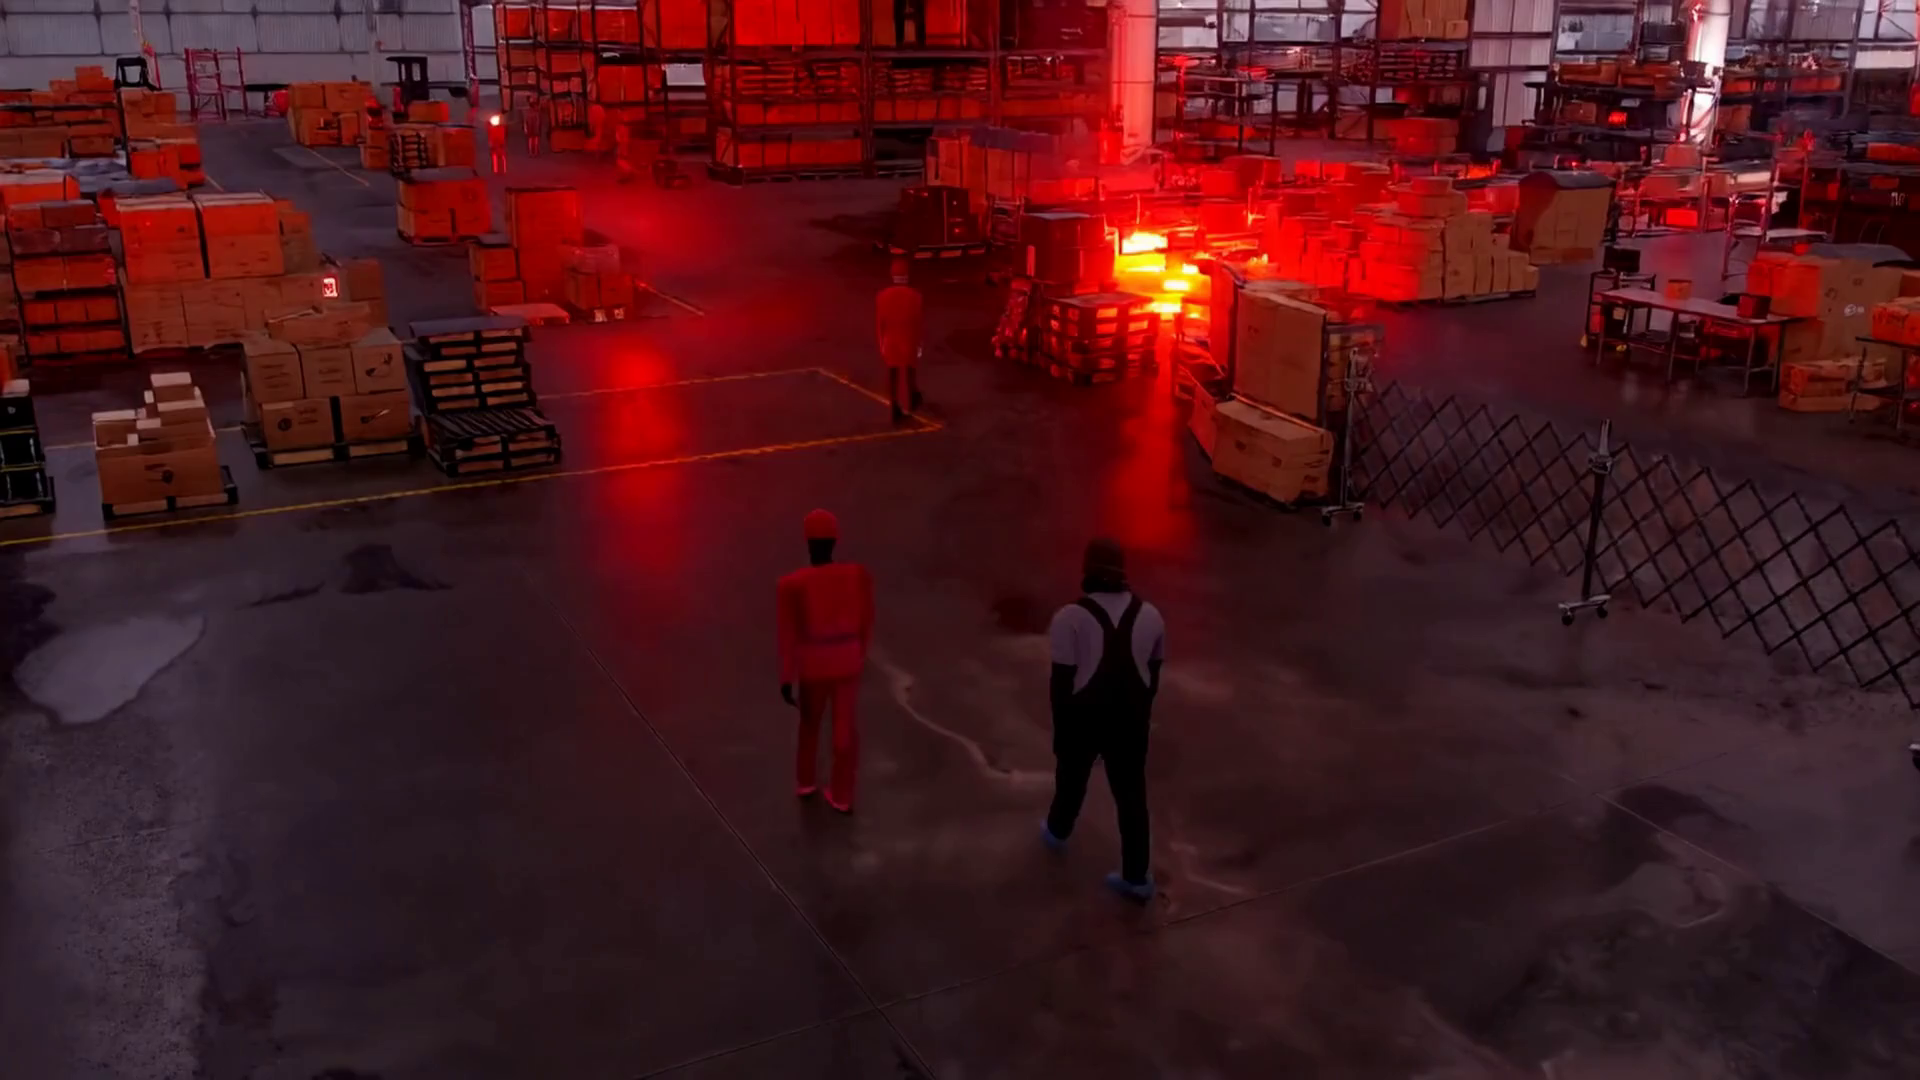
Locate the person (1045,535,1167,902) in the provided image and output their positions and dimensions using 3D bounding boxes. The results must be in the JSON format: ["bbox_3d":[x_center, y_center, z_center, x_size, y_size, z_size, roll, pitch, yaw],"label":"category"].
[{"bbox_3d":[0.799,0.925,9.303,0.722,2.000,1.047,-5,18,-15],"label":"person"}]

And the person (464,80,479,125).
[{"bbox_3d":[-19.448,-17.324,66.339,0.636,1.949,0.691,-6,19,-18],"label":"person"}]

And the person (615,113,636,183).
[{"bbox_3d":[-9.423,-10.996,46.669,0.607,1.917,0.561,-15,23,-38],"label":"person"}]

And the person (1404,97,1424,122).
[{"bbox_3d":[15.010,-13.684,55.060,0.642,1.913,0.409,4,18,11],"label":"person"}]

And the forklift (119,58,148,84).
[{"bbox_3d":[-32.471,-17.572,65.617,1.129,2.768,1.873,-9,20,-26],"label":"forklift"}]

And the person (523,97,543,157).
[{"bbox_3d":[-13.996,-13.549,54.572,0.642,1.945,0.523,-10,20,-28],"label":"person"}]

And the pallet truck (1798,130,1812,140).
[{"bbox_3d":[25.526,-11.556,49.408,1.630,1.274,0.653,-9,20,-26],"label":"pallet truck"}]

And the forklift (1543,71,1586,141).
[{"bbox_3d":[18.685,-13.231,52.085,1.873,2.768,1.129,-9,20,-26],"label":"forklift"}]

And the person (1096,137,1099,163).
[{"bbox_3d":[3.669,-9.376,42.028,0.841,1.652,0.593,-11,21,-32],"label":"person"}]

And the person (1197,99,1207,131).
[{"bbox_3d":[8.921,-15.515,61.213,0.512,1.616,0.380,-12,21,-32],"label":"person"}]

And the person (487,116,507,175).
[{"bbox_3d":[-13.624,-11.616,48.962,0.538,1.690,0.322,-9,20,-25],"label":"person"}]

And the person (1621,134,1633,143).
[{"bbox_3d":[19.655,-11.578,48.909,0.863,1.655,0.540,3,18,10],"label":"person"}]

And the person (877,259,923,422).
[{"bbox_3d":[-0.693,-2.427,19.978,0.569,1.896,0.930,3,18,10],"label":"person"}]

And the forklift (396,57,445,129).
[{"bbox_3d":[-21.856,-18.048,67.101,1.873,2.768,1.129,13,22,36],"label":"forklift"}]

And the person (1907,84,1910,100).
[{"bbox_3d":[39.067,-17.945,68.655,0.488,1.718,0.786,-9,20,-25],"label":"person"}]

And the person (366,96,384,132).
[{"bbox_3d":[-19.470,-13.818,55.465,0.383,1.916,0.591,16,24,41],"label":"person"}]

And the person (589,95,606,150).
[{"bbox_3d":[-12.163,-13.971,55.918,0.634,1.940,0.376,11,21,31],"label":"person"}]

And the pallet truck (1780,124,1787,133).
[{"bbox_3d":[25.206,-12.542,52.601,1.601,1.201,0.680,0,18,-2],"label":"pallet truck"}]

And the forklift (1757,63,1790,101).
[{"bbox_3d":[29.213,-15.767,59.988,1.129,2.768,1.873,8,20,24],"label":"forklift"}]

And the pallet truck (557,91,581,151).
[{"bbox_3d":[-13.495,-14.412,57.188,0.823,1.965,1.885,-3,18,-9],"label":"pallet truck"}]

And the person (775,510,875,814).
[{"bbox_3d":[-0.825,0.722,10.154,0.606,1.900,0.584,-3,18,-10],"label":"person"}]

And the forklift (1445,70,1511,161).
[{"bbox_3d":[16.729,-13.664,53.433,1.873,2.768,1.129,-9,20,-26],"label":"forklift"}]
